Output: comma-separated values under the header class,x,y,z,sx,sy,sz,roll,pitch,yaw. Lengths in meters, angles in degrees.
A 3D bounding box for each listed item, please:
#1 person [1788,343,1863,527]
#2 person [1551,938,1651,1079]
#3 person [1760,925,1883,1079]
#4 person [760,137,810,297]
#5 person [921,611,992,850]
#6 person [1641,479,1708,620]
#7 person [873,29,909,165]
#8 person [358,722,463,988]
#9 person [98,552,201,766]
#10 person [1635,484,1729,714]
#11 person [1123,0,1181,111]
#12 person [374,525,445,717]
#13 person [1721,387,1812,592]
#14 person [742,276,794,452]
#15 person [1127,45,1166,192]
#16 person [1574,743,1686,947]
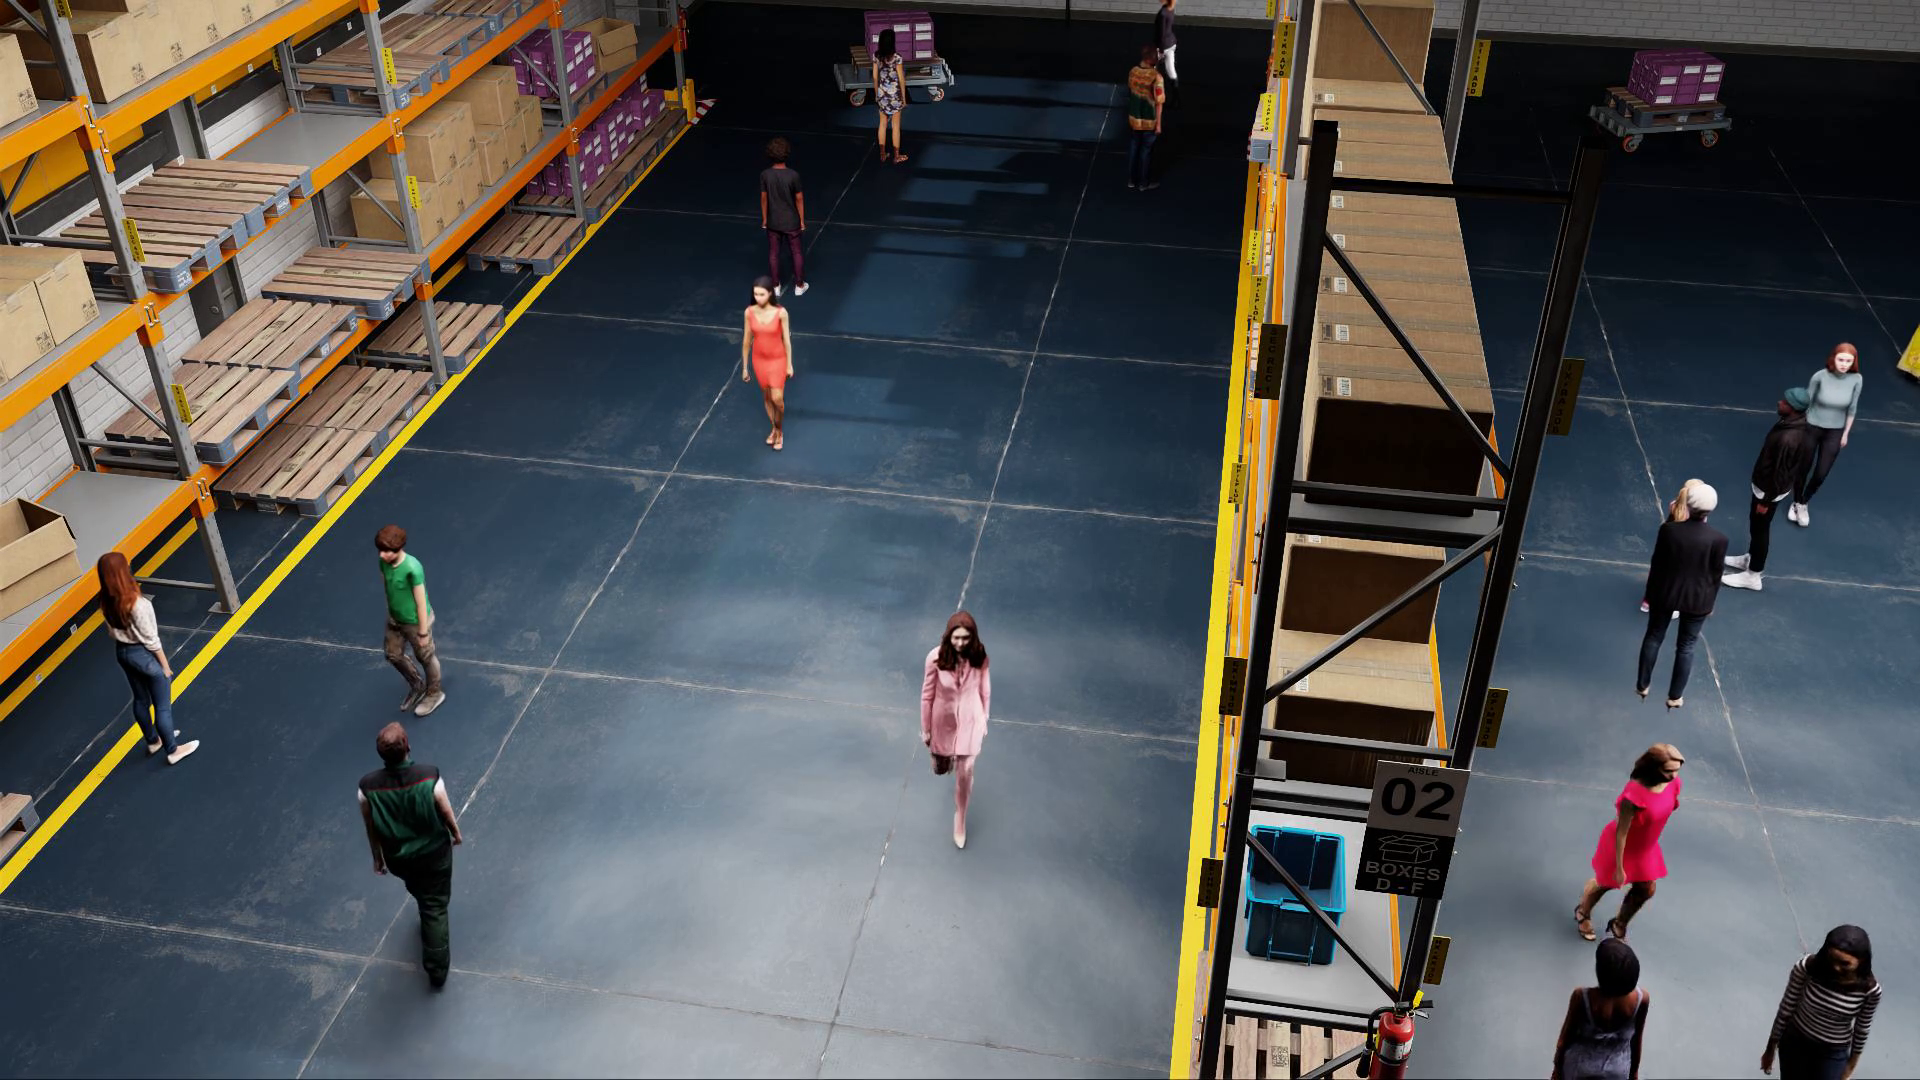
class,x,y,z,sx,sy,sz,roll,pitch,yaw
person,7.434,-0.950,14.373,0.668,1.731,0.668,13,36,18
person,3.367,2.822,8.749,0.618,1.676,0.882,6,34,9
person,4.559,2.665,8.896,0.692,1.774,0.720,16,37,23
person,-1.943,-3.540,18.223,0.664,1.782,0.601,1,34,1
person,-0.035,1.187,11.110,0.745,1.784,1.014,-2,34,-2
person,5.715,0.064,13.264,0.622,1.270,0.563,-22,39,-29
person,-0.921,-5.767,21.614,0.650,1.737,0.608,15,36,21
person,-3.276,1.921,9.999,0.901,1.793,1.194,-6,34,-8
person,-5.778,0.822,11.708,0.615,1.730,0.589,14,36,20
person,5.023,0.408,11.482,0.807,1.778,0.733,21,39,29
person,2.934,-6.847,23.280,0.870,1.693,1.053,17,37,23
person,-3.982,0.535,12.214,0.702,1.649,0.686,19,38,26
person,6.597,-0.433,13.518,0.785,1.817,0.594,14,36,20
person,-1.753,-1.686,15.504,0.599,1.705,0.587,6,34,9
person,2.309,-5.293,20.839,0.861,1.805,0.821,-27,42,-35
person,4.056,1.817,10.233,0.778,1.707,0.825,-14,36,-19
